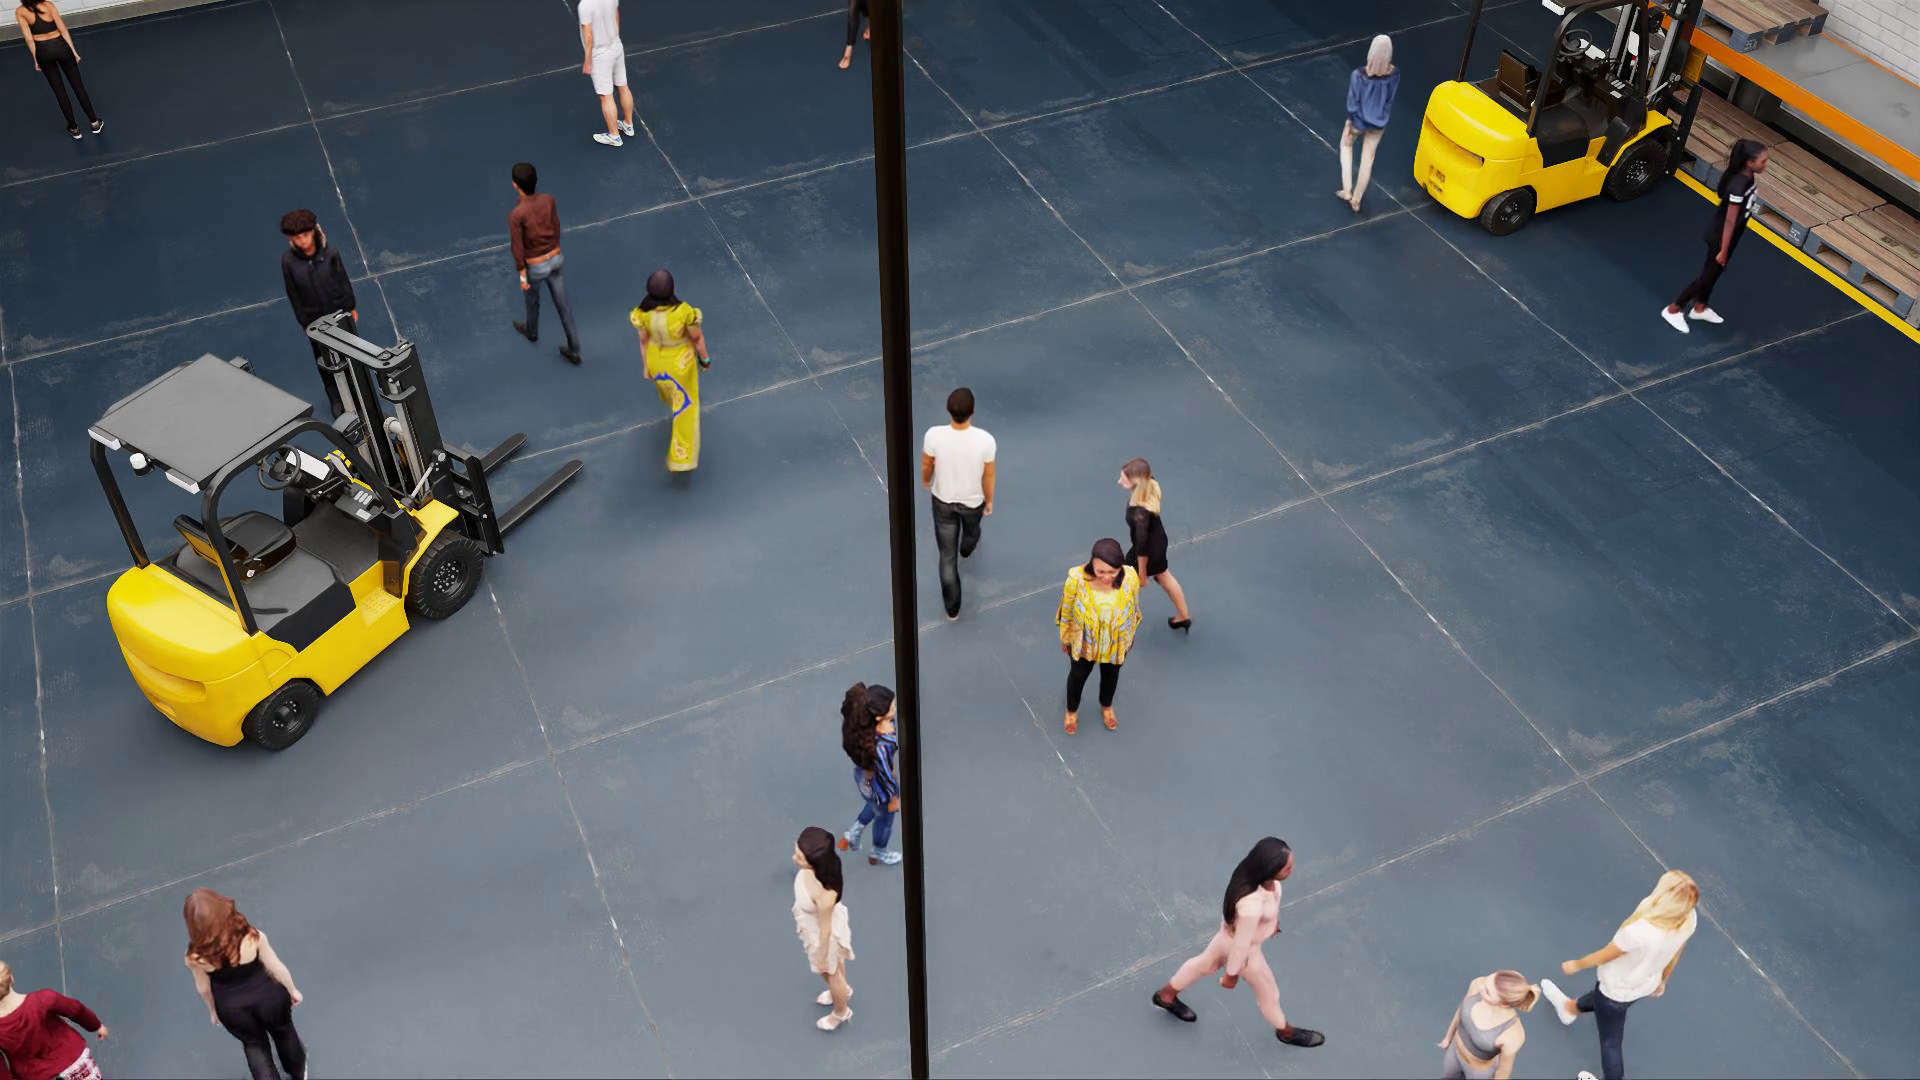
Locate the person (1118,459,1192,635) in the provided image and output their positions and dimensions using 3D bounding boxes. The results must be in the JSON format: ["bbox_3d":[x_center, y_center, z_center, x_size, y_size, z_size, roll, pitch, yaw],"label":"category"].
[{"bbox_3d":[1.296,0.097,11.019,0.946,1.631,0.929,10,45,11],"label":"person"}]

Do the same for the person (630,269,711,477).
[{"bbox_3d":[-2.155,-1.233,12.440,1.165,1.607,1.339,7,44,7],"label":"person"}]

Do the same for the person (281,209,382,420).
[{"bbox_3d":[-4.919,-1.777,12.877,0.634,1.781,0.614,-22,48,-21],"label":"person"}]

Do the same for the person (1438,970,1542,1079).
[{"bbox_3d":[2.580,2.618,8.319,0.637,1.705,0.484,-12,45,-13],"label":"person"}]

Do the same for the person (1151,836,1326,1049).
[{"bbox_3d":[1.414,2.130,8.863,1.186,1.662,1.197,11,45,11],"label":"person"}]

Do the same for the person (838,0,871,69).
[{"bbox_3d":[-1.066,-5.904,17.213,1.165,1.776,1.209,14,45,14],"label":"person"}]

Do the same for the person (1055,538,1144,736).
[{"bbox_3d":[0.877,0.599,10.476,0.804,1.653,0.844,-6,44,-6],"label":"person"}]

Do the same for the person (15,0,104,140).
[{"bbox_3d":[-8.721,-4.666,16.012,0.572,1.640,0.500,-21,47,-20],"label":"person"}]

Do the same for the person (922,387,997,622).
[{"bbox_3d":[-0.027,-0.219,11.264,0.992,1.761,1.227,1,44,1],"label":"person"}]

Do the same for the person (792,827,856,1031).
[{"bbox_3d":[-0.709,2.074,8.867,0.681,1.737,0.540,-7,44,-7],"label":"person"}]

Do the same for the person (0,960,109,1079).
[{"bbox_3d":[-4.520,2.665,8.305,0.658,1.656,1.083,-20,47,-20],"label":"person"}]

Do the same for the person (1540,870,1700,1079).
[{"bbox_3d":[3.466,2.353,8.548,0.606,1.773,1.004,-18,47,-18],"label":"person"}]

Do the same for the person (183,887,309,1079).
[{"bbox_3d":[-3.616,2.436,8.497,0.604,1.724,0.872,-16,46,-16],"label":"person"}]

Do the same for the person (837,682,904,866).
[{"bbox_3d":[-0.551,1.398,9.669,0.741,1.611,0.649,-10,45,-11],"label":"person"}]

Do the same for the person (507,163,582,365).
[{"bbox_3d":[-3.280,-2.162,13.304,1.101,1.749,0.918,32,52,29],"label":"person"}]

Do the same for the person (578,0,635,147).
[{"bbox_3d":[-3.381,-4.658,15.847,0.788,1.856,0.770,21,48,21],"label":"person"}]

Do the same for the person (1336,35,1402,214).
[{"bbox_3d":[3.686,-3.702,14.976,0.708,1.684,0.724,-4,44,-4],"label":"person"}]

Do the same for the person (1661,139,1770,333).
[{"bbox_3d":[6.251,-2.499,13.670,0.872,1.732,0.805,19,47,19],"label":"person"}]
